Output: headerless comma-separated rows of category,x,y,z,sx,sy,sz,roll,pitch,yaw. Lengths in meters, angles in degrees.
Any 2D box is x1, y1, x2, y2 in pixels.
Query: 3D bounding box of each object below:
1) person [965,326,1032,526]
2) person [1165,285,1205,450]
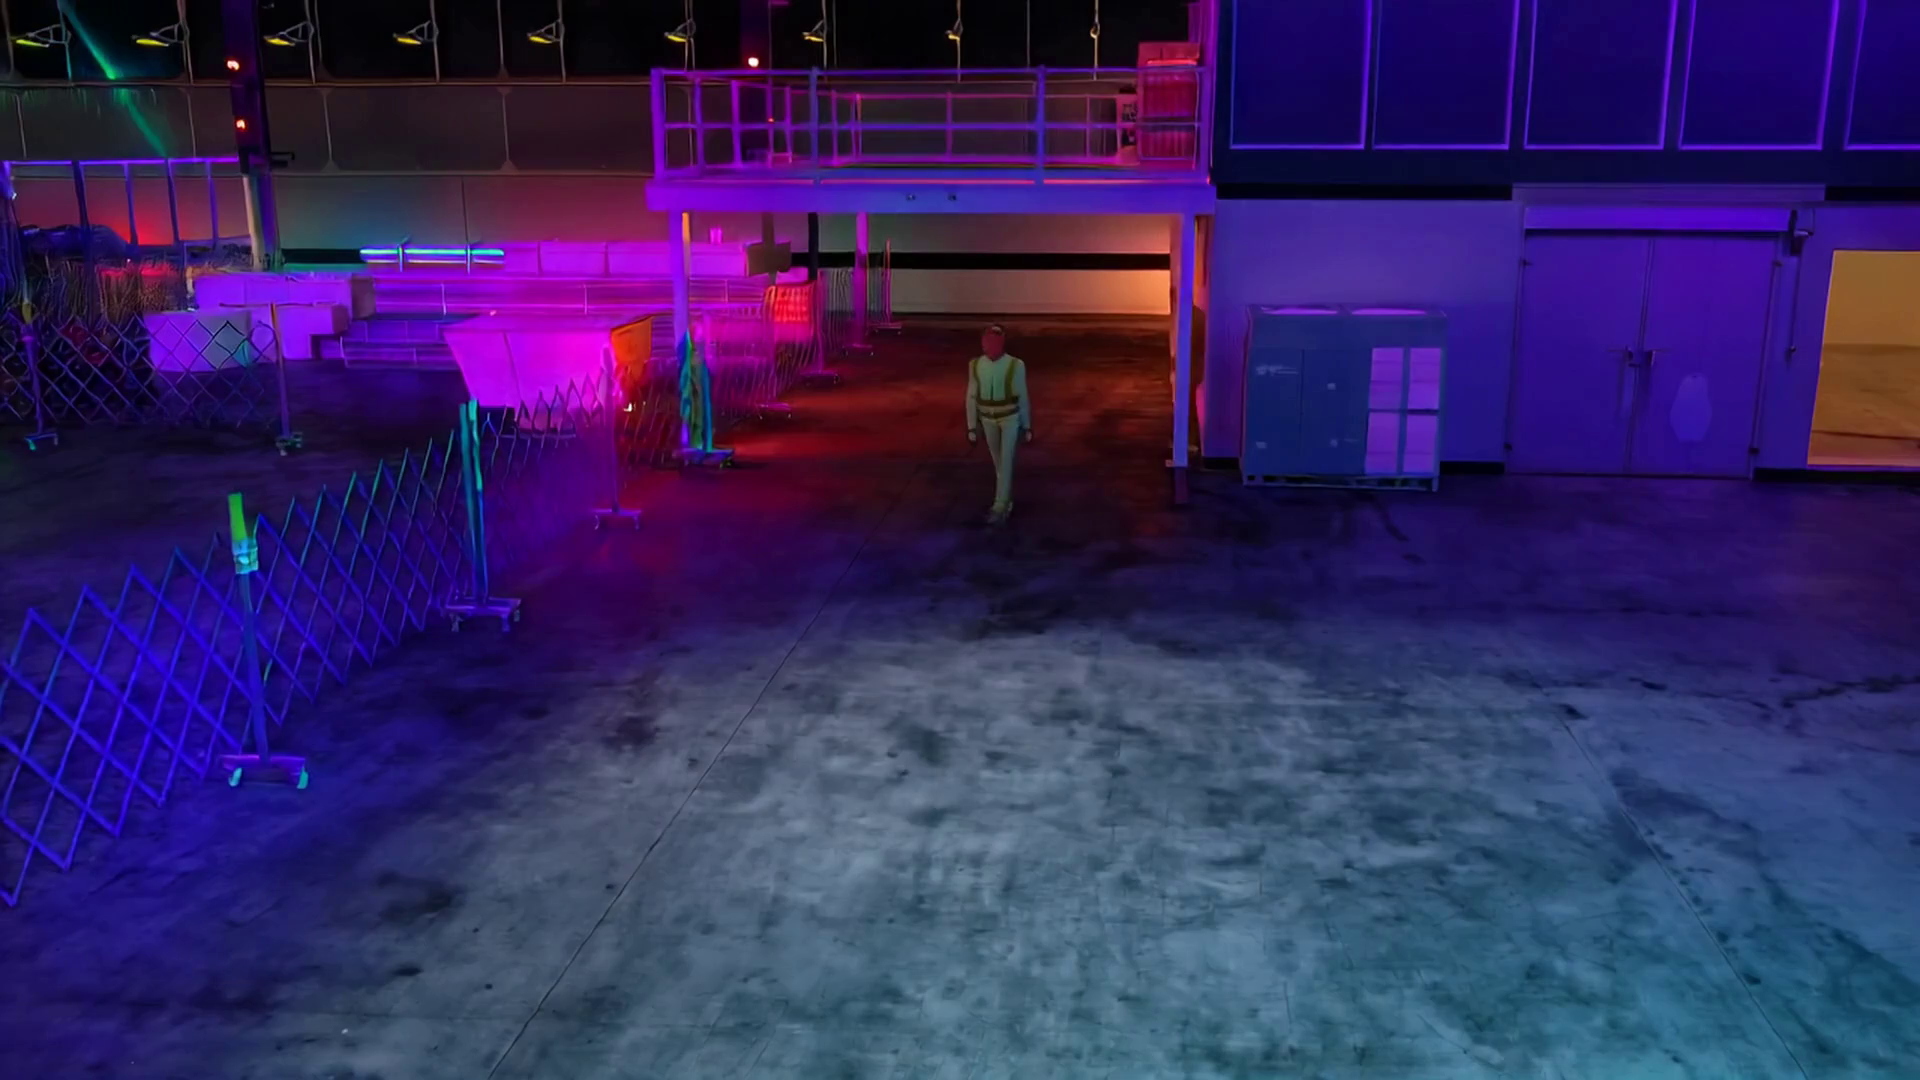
person,0.346,-1.085,15.464,0.597,1.828,0.837,7,15,26
person,2.545,-1.961,18.844,0.411,1.887,0.679,3,14,12
